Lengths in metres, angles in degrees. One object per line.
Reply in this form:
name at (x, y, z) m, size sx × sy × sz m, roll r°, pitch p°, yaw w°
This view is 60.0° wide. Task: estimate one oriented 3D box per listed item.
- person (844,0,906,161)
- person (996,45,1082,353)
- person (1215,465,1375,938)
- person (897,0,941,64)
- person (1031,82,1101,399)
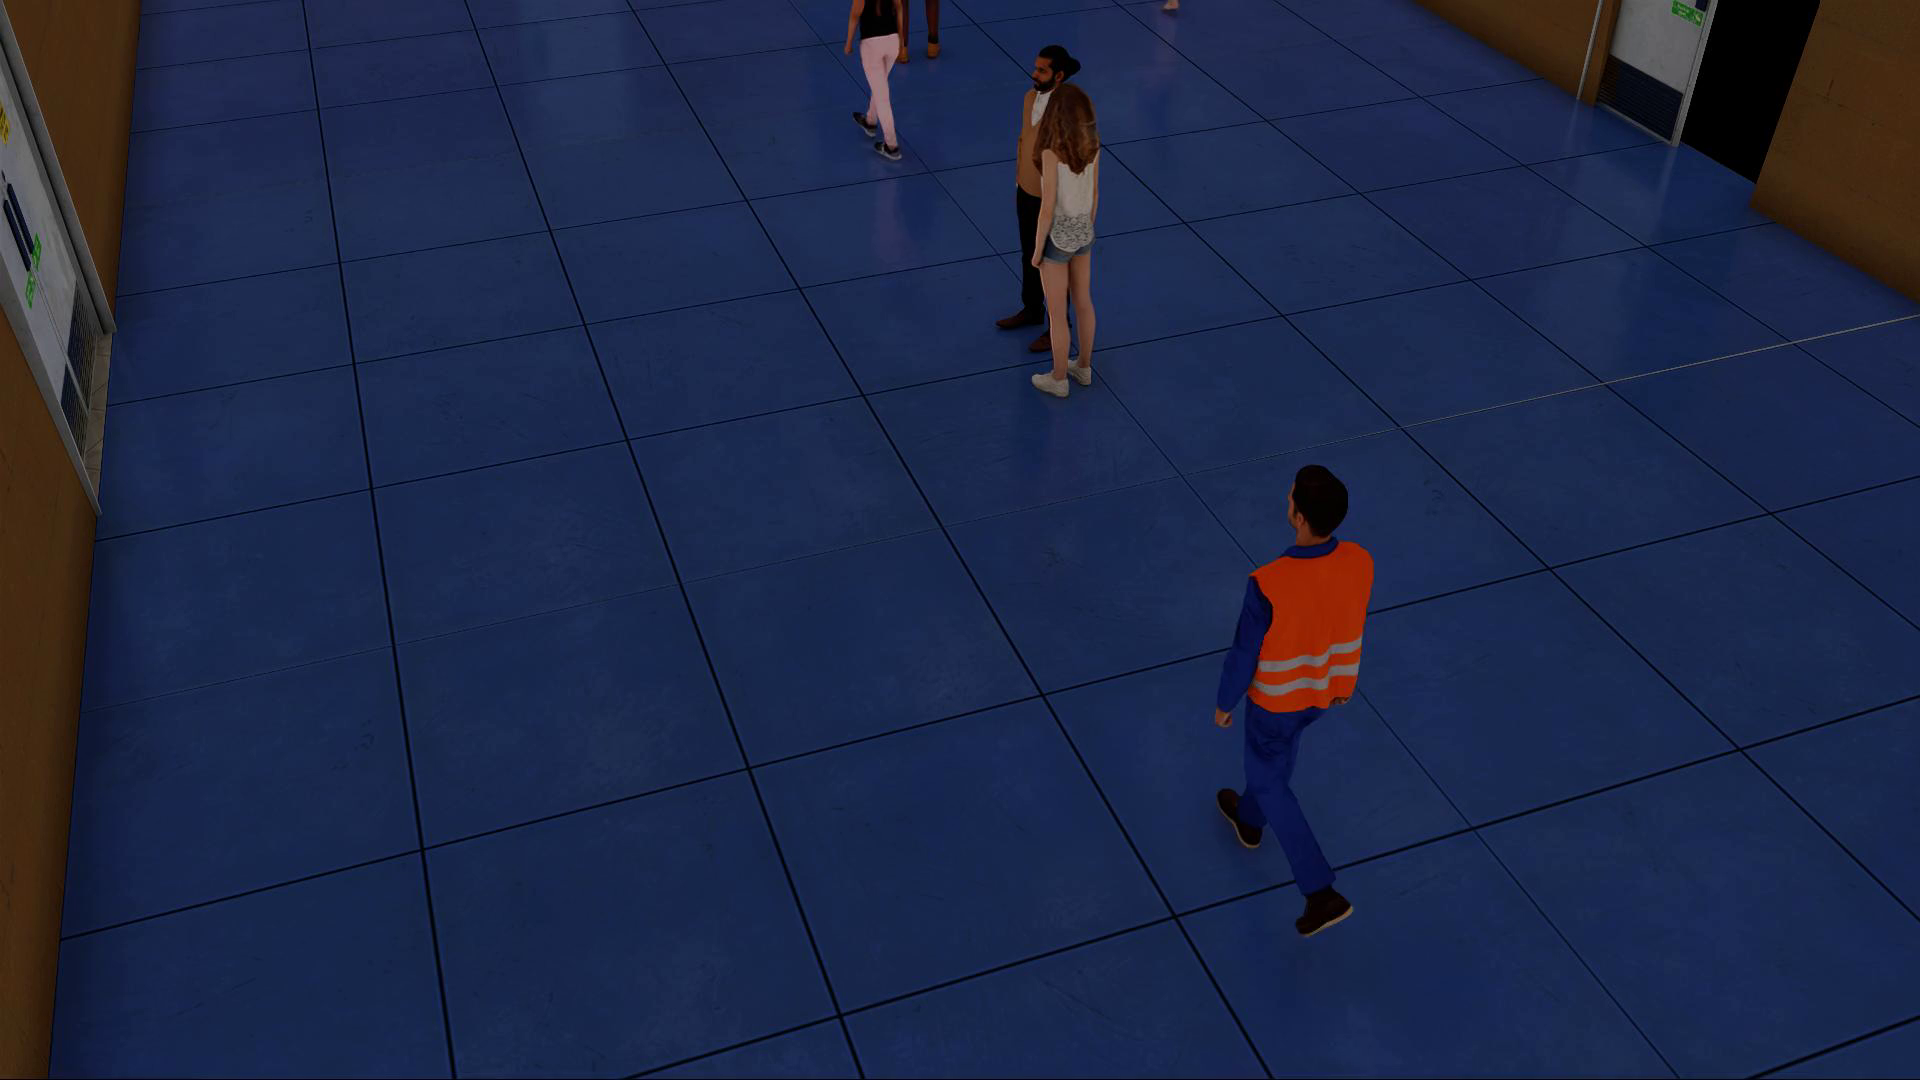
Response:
person at (-0.515, -3.382, 11.484) m, size 0.900 × 1.543 × 0.792 m, roll -26°, pitch 44°, yaw -31°
person at (0.490, -1.934, 9.379) m, size 0.678 × 1.755 × 0.715 m, roll -22°, pitch 42°, yaw -27°
person at (1.228, 0.604, 5.927) m, size 1.109 × 1.840 × 0.823 m, roll -16°, pitch 40°, yaw -21°
person at (-0.355, -4.610, 12.966) m, size 0.539 × 1.729 × 0.668 m, roll -10°, pitch 38°, yaw -13°
person at (0.582, -1.586, 8.914) m, size 0.556 × 1.756 × 0.704 m, roll -26°, pitch 44°, yaw -30°
